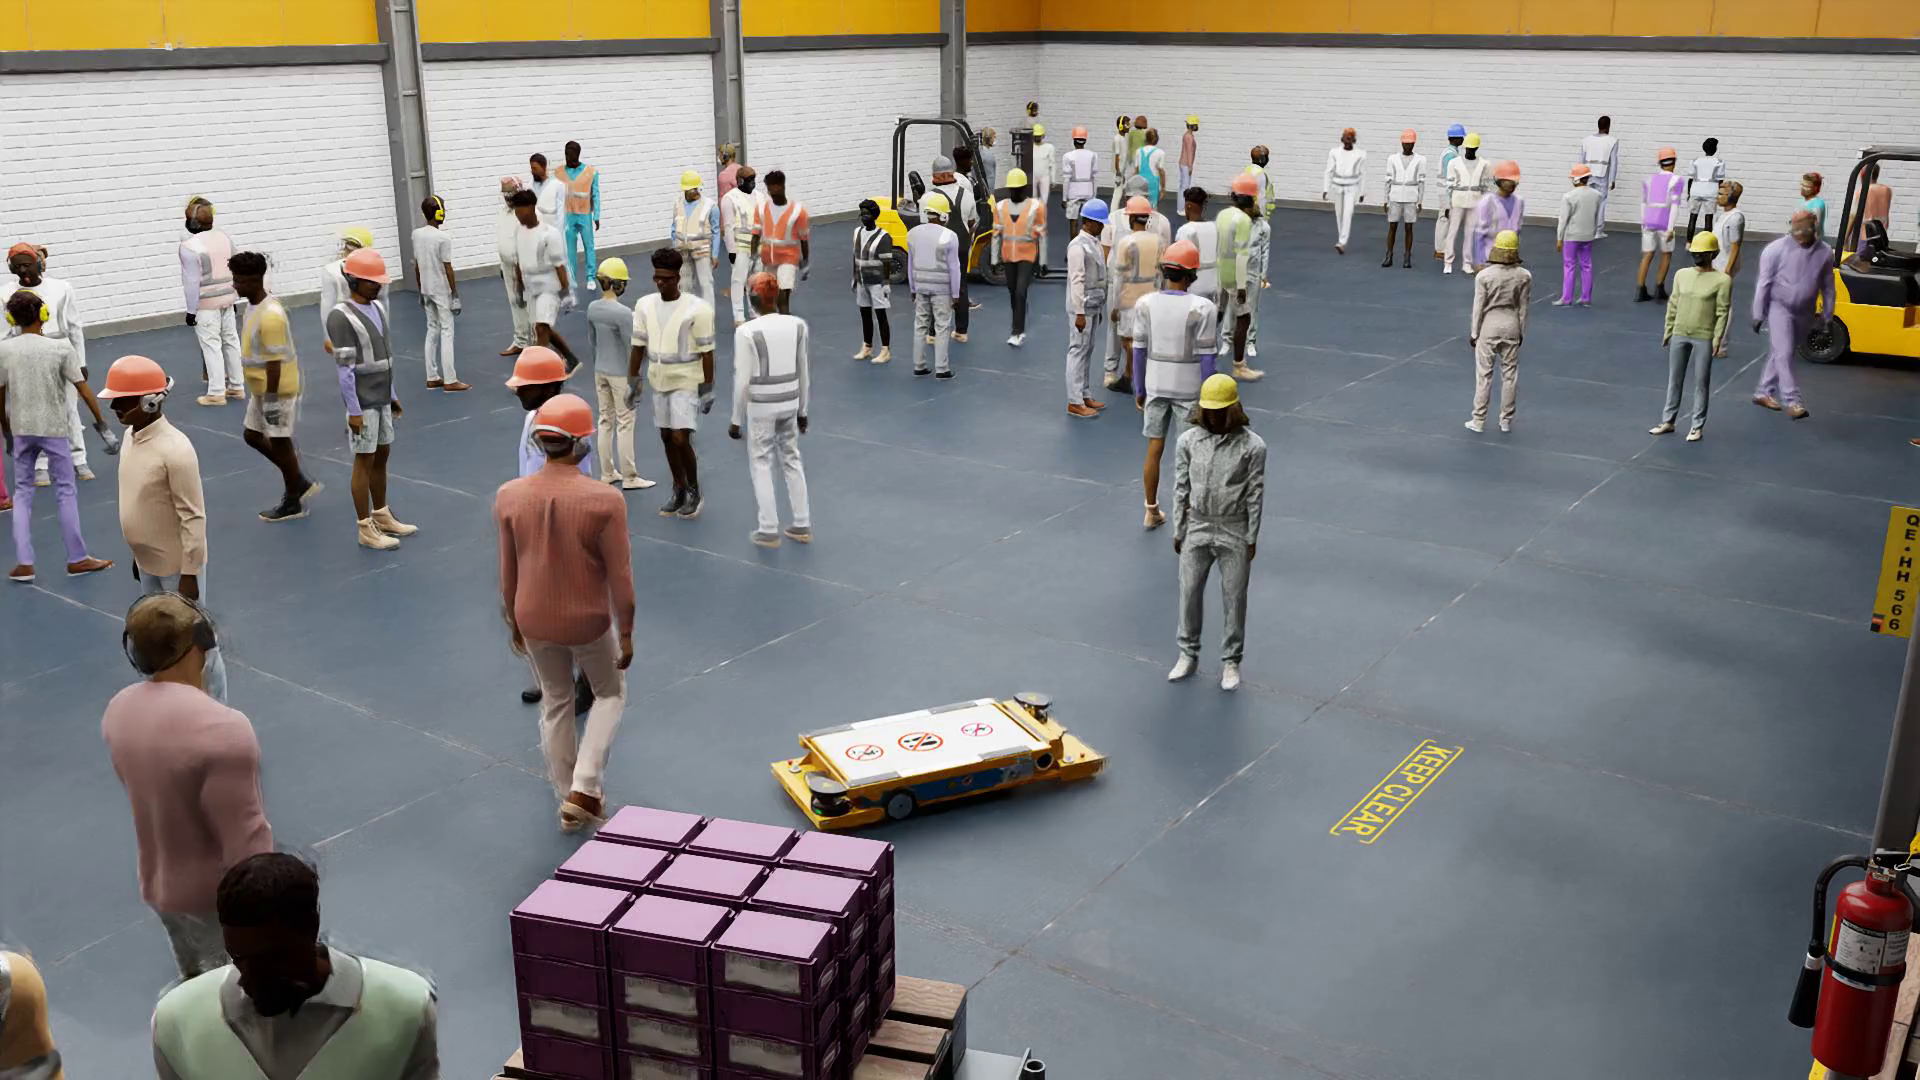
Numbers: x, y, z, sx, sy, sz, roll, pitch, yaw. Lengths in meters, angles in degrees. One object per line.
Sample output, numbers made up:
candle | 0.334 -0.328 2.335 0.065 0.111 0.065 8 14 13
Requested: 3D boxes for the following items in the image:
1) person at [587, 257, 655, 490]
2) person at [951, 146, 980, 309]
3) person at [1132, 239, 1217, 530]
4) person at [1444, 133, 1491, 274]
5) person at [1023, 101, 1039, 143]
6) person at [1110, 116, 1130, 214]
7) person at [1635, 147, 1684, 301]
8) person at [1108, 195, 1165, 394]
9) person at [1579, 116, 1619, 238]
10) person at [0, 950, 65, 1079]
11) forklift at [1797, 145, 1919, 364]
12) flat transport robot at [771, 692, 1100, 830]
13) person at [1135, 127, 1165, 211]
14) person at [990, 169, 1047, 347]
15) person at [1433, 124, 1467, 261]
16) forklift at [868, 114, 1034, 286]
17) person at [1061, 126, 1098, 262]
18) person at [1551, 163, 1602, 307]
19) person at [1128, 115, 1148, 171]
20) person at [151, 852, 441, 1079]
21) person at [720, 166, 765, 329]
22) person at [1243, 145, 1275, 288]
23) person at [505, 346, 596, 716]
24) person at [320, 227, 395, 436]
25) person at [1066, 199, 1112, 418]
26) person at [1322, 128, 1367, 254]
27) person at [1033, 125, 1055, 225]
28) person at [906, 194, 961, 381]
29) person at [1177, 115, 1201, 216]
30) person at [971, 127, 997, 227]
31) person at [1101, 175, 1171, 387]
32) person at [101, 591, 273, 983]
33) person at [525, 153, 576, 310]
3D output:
person | -2.597 -1.257 12.637 0.523 1.765 0.316 15 23 38
person | 0.006 -3.816 20.314 0.364 1.961 0.640 -8 19 -23
person | 1.491 -1.053 11.546 0.609 2.044 0.396 10 20 29
person | 6.991 -4.640 22.959 0.589 1.924 0.383 1 18 3
person | 1.338 -7.493 32.006 0.314 1.851 0.680 -7 19 -20
person | 2.640 -6.027 27.387 0.317 1.870 0.523 4 18 13
person | 8.733 -3.943 20.823 0.621 1.889 0.559 -14 23 -38
person | 1.678 -2.243 15.504 0.548 1.903 0.837 -14 23 -38
person | 10.177 -5.793 26.579 0.596 1.915 0.370 15 23 38
person | -2.268 1.519 3.723 0.551 1.912 0.491 -12 21 -33
forklift | 9.803 -2.879 17.013 2.313 2.155 1.214 12 21 33
flat transport robot | -0.115 1.027 7.906 1.431 0.197 0.652 -8 19 -24
person | 2.866 -5.397 25.516 0.519 1.822 0.820 14 22 37
person | 0.584 -3.031 17.964 0.597 1.892 0.874 8 19 24
person | 7.132 -5.062 24.237 0.389 1.949 0.604 4 18 13
forklift | -0.171 -4.594 22.377 2.313 2.155 1.214 1 18 3
person | 1.709 -4.972 23.976 0.548 1.937 0.379 -6 19 -18
person | 7.589 -3.749 20.480 0.577 1.739 0.392 -6 19 -17
person | 3.415 -7.165 31.338 0.370 1.628 0.518 -12 21 -34
person | -1.439 1.513 3.774 0.595 1.888 0.838 -3 18 -8
person | -2.419 -3.336 19.015 0.429 1.845 0.624 13 22 36
person | 3.908 -4.245 21.851 0.429 1.846 0.633 -2 18 -6
person | -2.089 -0.038 8.539 0.361 1.939 0.542 -15 23 -39
person | -5.130 -1.750 14.162 0.406 1.783 0.637 11 21 31
person | 1.145 -2.079 14.925 0.402 1.938 0.604 6 19 19
person | 5.771 -5.246 25.008 0.582 1.827 1.005 9 20 26
person | 1.256 -5.849 27.027 0.556 1.736 0.757 3 18 8
person | -0.245 -2.483 16.385 0.597 1.824 0.404 11 21 30
person | 4.056 -6.627 29.447 0.355 1.755 0.519 -1 18 -3
person | 0.349 -4.928 23.838 0.353 1.936 0.635 -6 19 -18
person | 1.681 -2.476 16.003 0.674 2.000 0.535 1 18 3
person | -2.240 1.109 5.034 0.806 1.907 0.343 13 22 34
person | -5.021 -3.725 20.164 0.599 1.882 0.876 8 19 23
